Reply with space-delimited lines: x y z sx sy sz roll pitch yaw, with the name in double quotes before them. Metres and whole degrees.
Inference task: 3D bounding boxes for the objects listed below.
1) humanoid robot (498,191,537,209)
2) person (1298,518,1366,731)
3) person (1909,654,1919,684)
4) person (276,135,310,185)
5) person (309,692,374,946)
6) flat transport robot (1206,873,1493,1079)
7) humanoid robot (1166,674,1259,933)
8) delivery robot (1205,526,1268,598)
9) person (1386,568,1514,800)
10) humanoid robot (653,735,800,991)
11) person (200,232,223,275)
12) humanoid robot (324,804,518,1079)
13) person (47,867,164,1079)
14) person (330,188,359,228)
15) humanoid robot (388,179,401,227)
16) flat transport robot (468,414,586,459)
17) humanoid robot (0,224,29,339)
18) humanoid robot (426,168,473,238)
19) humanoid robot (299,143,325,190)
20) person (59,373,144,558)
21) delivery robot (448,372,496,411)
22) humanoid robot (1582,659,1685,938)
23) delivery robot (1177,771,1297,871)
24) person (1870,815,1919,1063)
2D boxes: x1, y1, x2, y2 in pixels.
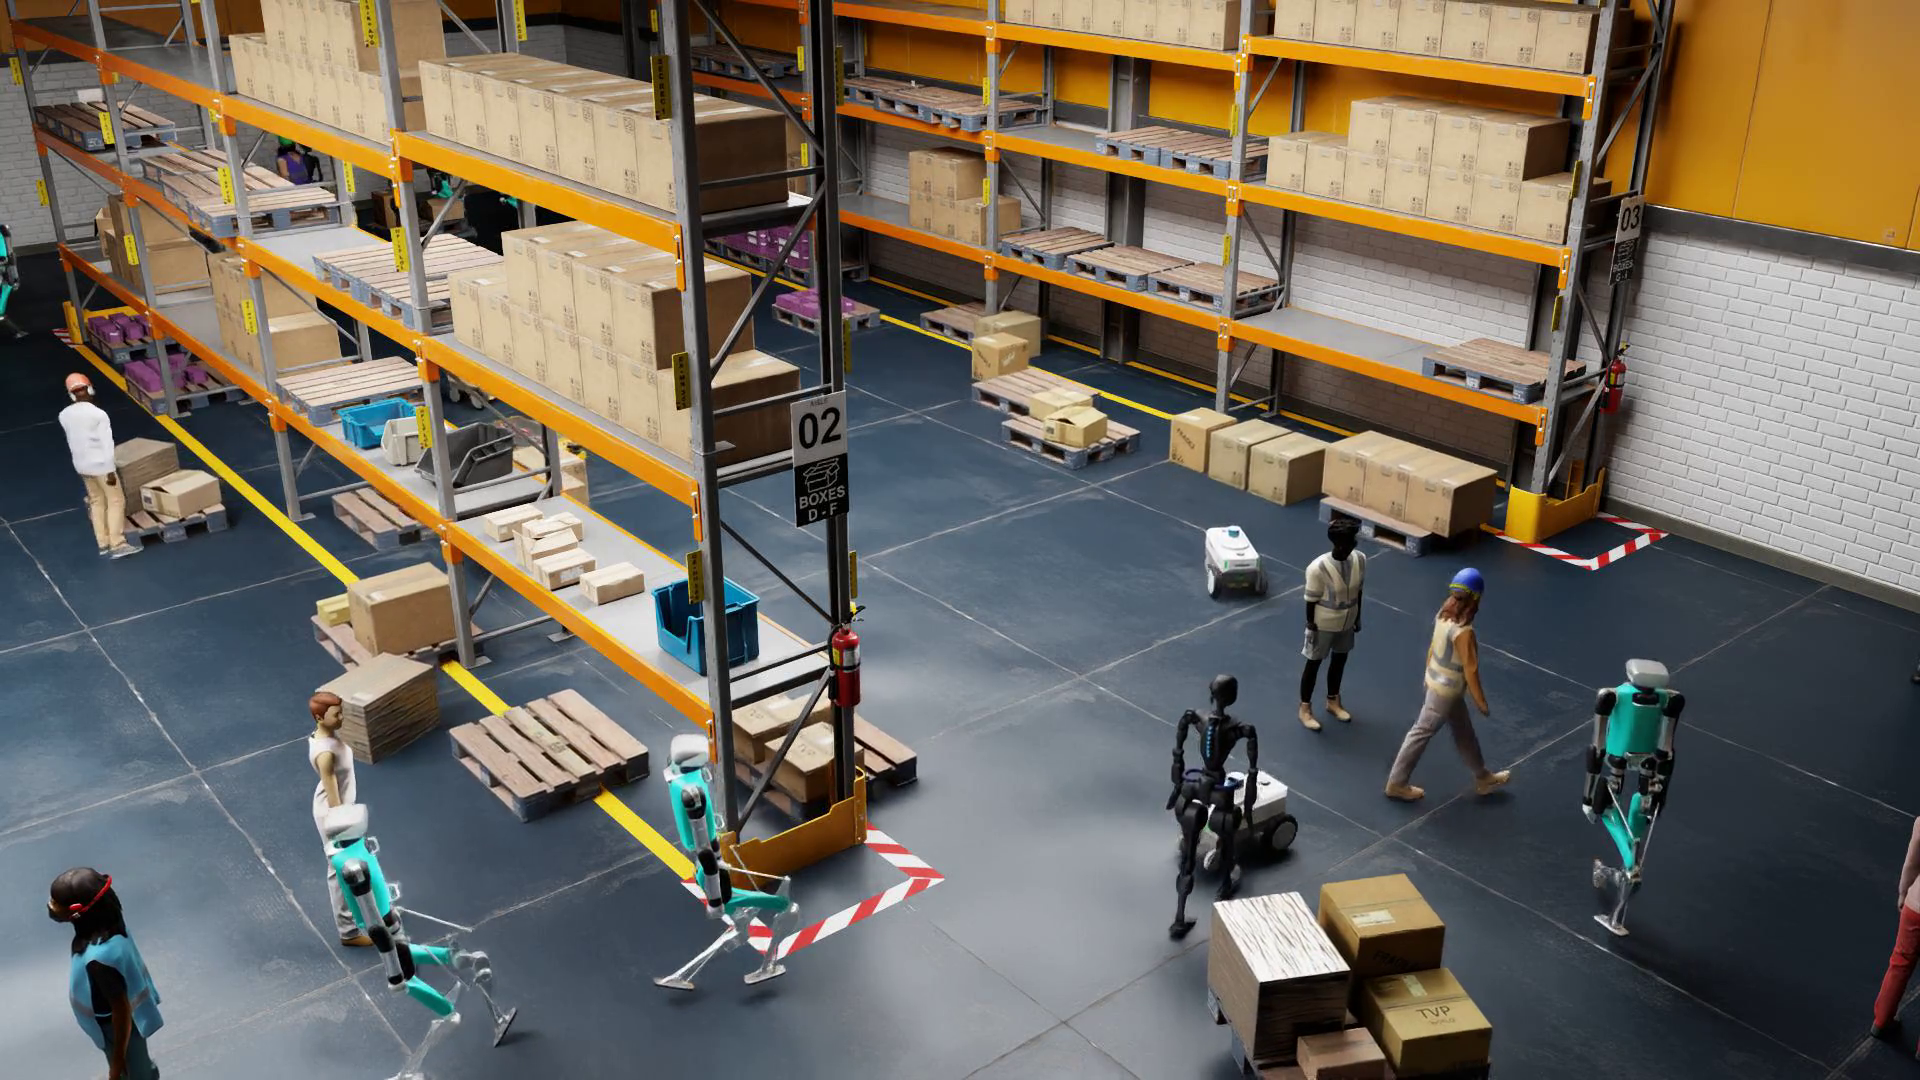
"humanoid robot" -7.006 -5.576 26.723 0.943 1.771 0.561 13 27 28
"person" 2.781 0.615 12.425 0.533 1.691 0.319 -12 26 -25
"person" 7.814 0.266 12.942 0.548 1.927 0.390 13 27 28
"person" -10.572 -5.585 26.536 0.563 1.888 0.580 6 24 13
"person" -3.738 1.663 10.035 0.288 1.655 0.445 -8 25 -18
"flat transport robot" 2.074 2.868 9.001 0.659 0.231 1.431 -5 24 -11
"humanoid robot" 1.540 1.591 10.225 0.589 1.633 0.765 12 26 26
"delivery robot" 2.438 0.162 14.898 0.499 0.587 0.777 -2 23 -5
"person" 3.430 1.027 11.419 0.921 1.714 0.509 1 23 2
"humanoid robot" -1.290 1.867 9.455 0.996 1.736 0.539 -8 25 -18
"person" -10.751 -4.502 24.080 0.872 1.844 0.636 -15 28 -32
"humanoid robot" -2.775 2.121 8.904 0.972 1.764 0.546 -11 26 -24
"person" -4.081 2.391 8.092 0.392 1.865 0.519 -12 26 -25
"person" -8.437 -4.039 22.986 0.440 1.861 0.591 2 23 5
"humanoid robot" -8.098 -4.452 24.179 0.337 1.650 0.615 -12 26 -25
"flat transport robot" -4.740 -1.064 18.106 0.659 0.231 1.431 -21 31 -39
"humanoid robot" -12.613 -3.328 21.598 0.539 1.810 0.985 1 23 2
"humanoid robot" -8.307 -5.786 27.296 0.835 1.857 0.548 4 24 9
"humanoid robot" -10.583 -5.705 27.075 0.612 1.642 0.375 9 25 20
"person" -8.004 -0.697 15.440 0.638 1.705 0.436 9 25 21
"delivery robot" -5.678 -1.869 19.600 0.773 0.586 0.499 14 27 30
"humanoid robot" 4.081 1.636 10.030 0.553 1.741 0.997 -1 23 -2
"delivery robot" 1.829 1.819 11.062 0.788 0.587 0.499 -15 27 -30
"person" 5.367 2.033 9.058 0.336 1.756 0.516 -18 29 -36
